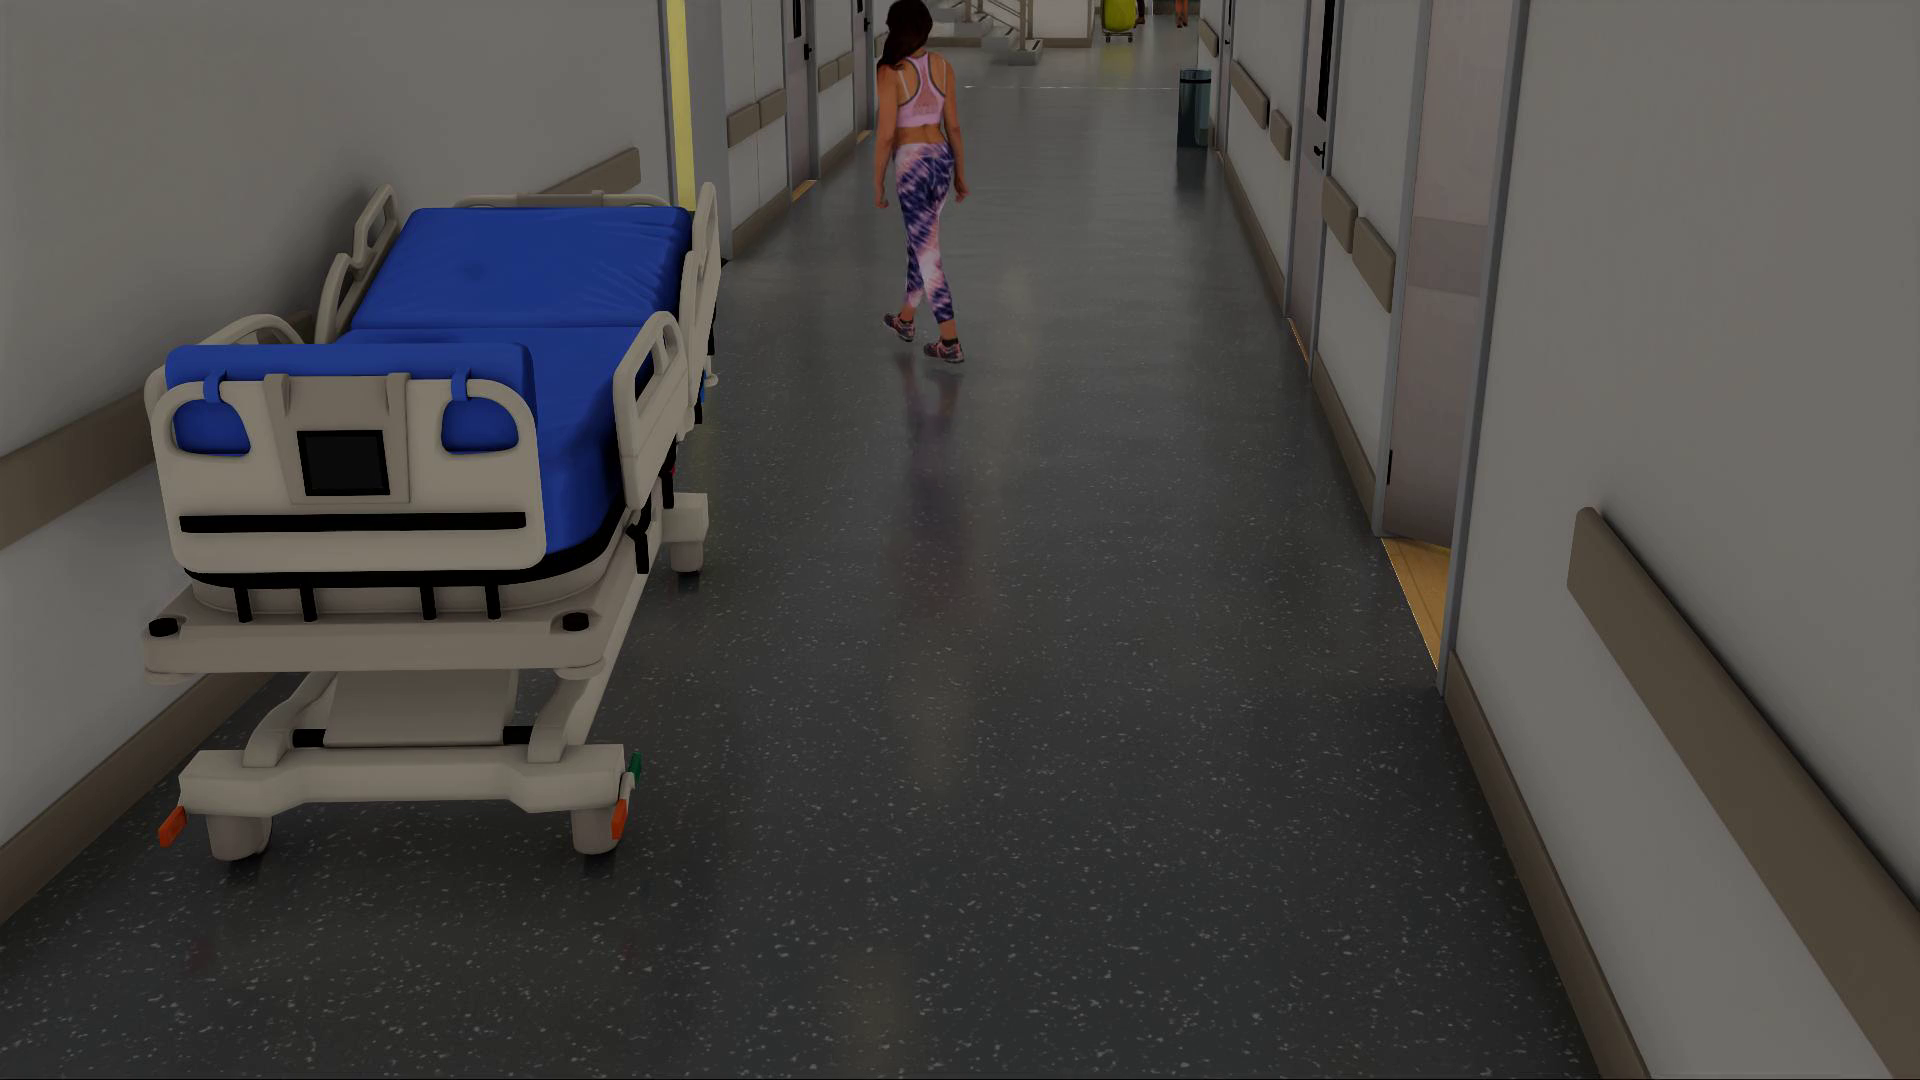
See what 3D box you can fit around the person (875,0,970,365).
[{"bbox_3d":[-0.130,-1.723,8.171,1.011,1.726,1.051,-15,25,-35],"label":"person"}]
